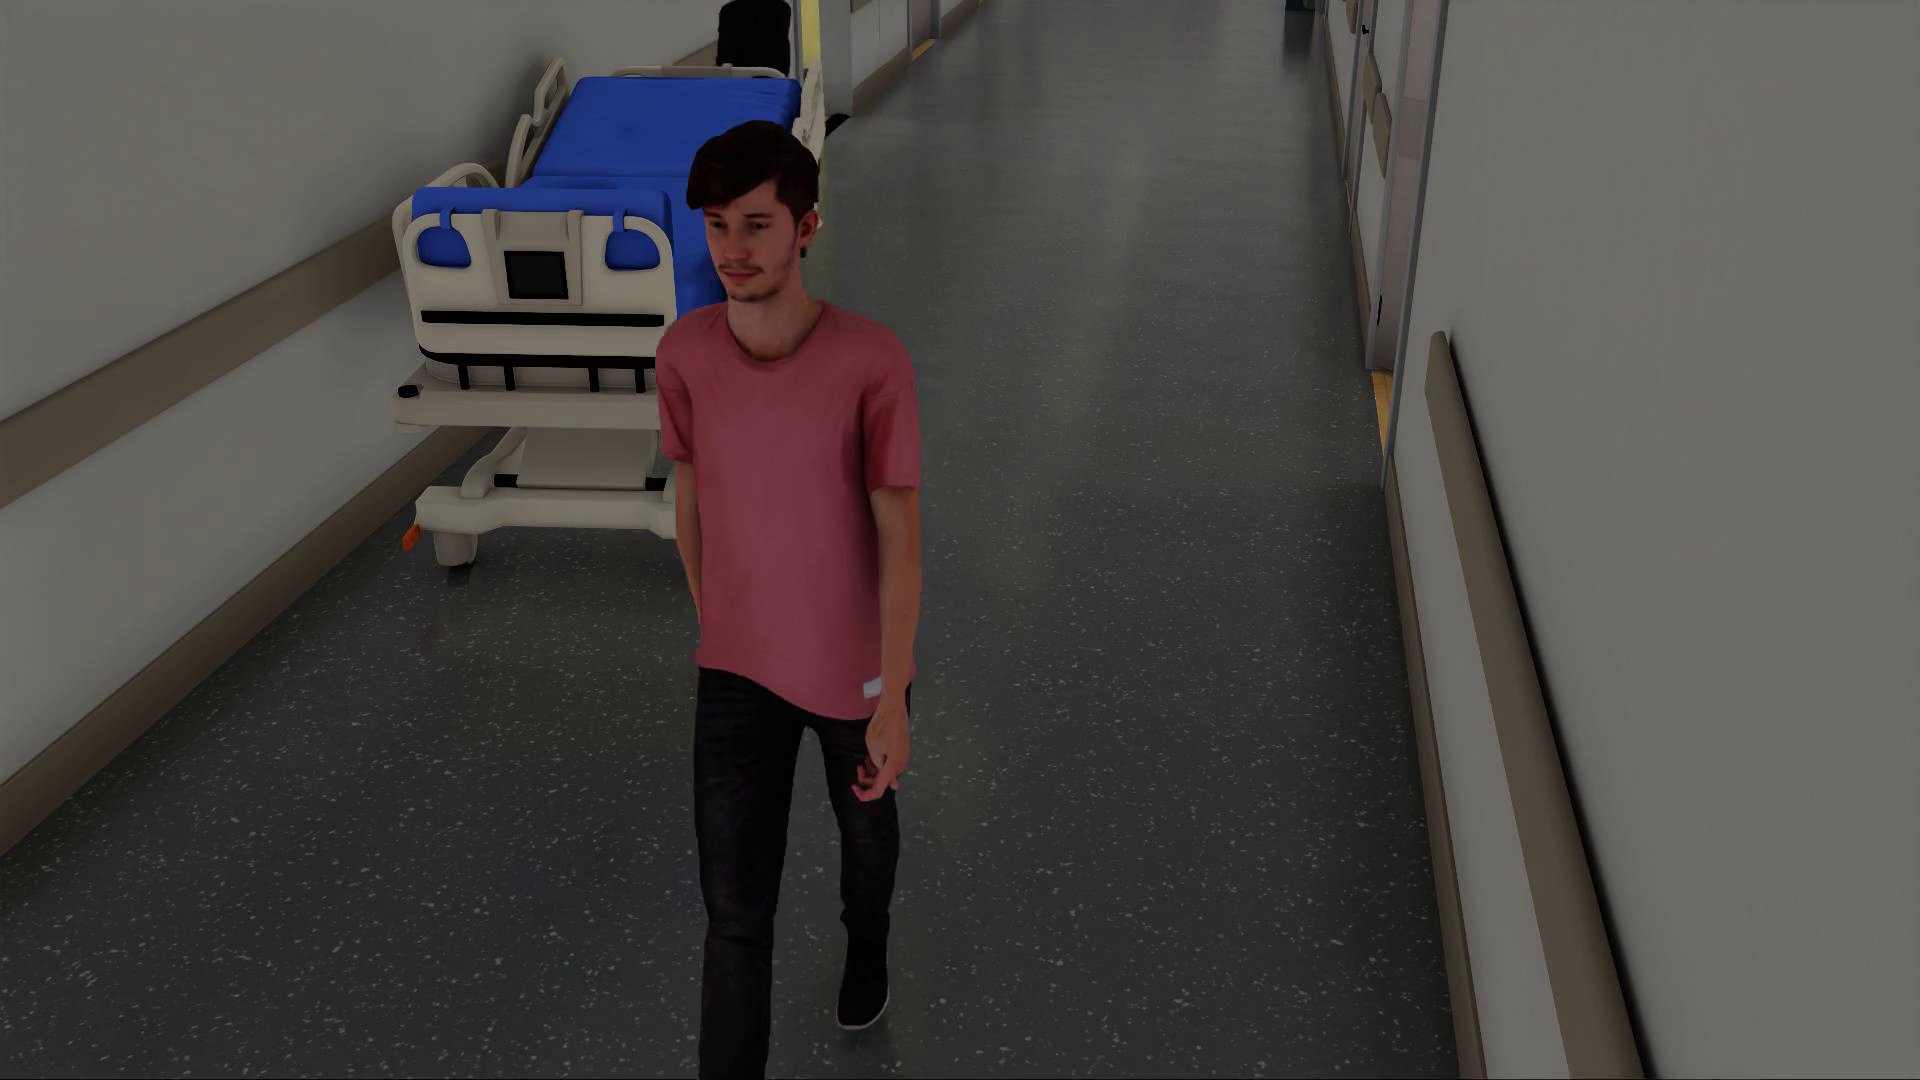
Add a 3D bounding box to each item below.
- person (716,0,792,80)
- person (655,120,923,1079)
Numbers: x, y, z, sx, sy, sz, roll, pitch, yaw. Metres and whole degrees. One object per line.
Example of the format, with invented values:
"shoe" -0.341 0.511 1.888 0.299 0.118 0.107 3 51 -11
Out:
"person" -0.931 -1.823 7.529 0.749 1.697 0.753 12 28 23
"person" -0.248 0.209 3.084 1.171 1.897 0.717 3 26 6
